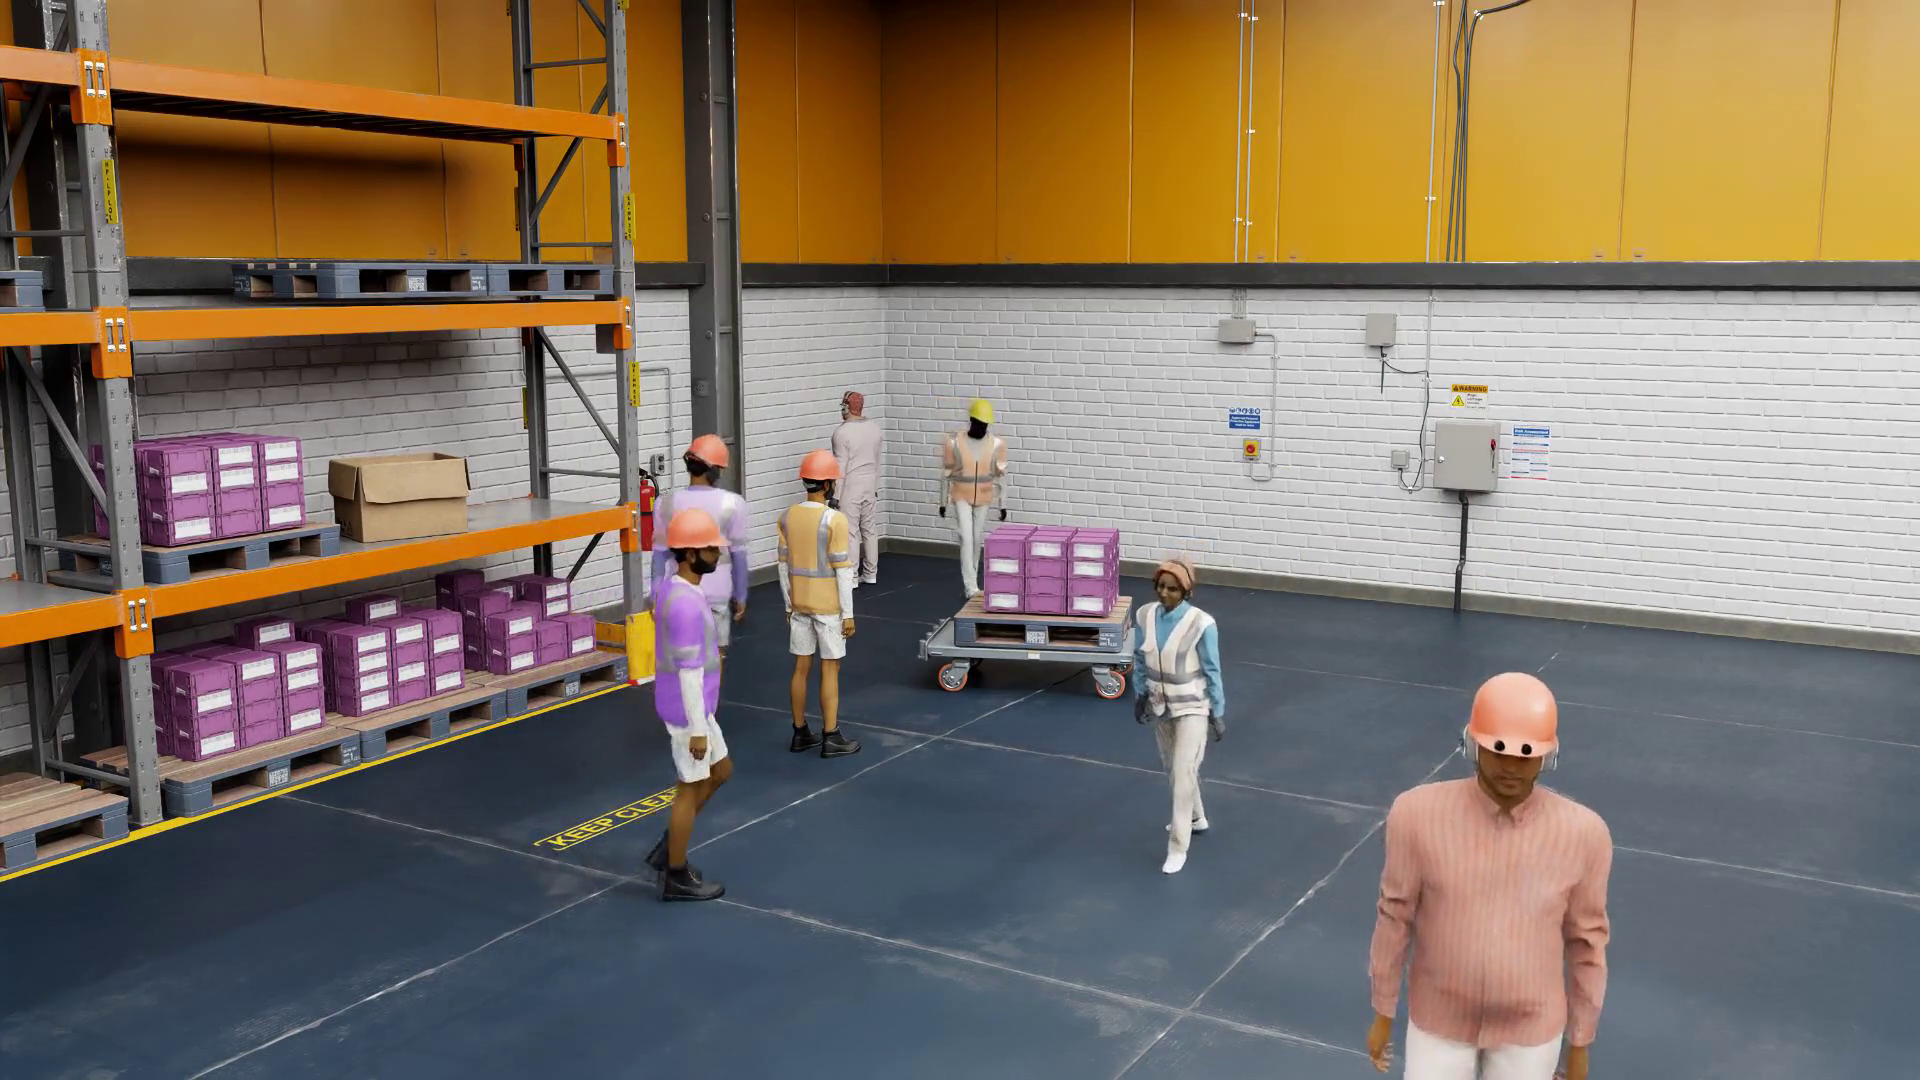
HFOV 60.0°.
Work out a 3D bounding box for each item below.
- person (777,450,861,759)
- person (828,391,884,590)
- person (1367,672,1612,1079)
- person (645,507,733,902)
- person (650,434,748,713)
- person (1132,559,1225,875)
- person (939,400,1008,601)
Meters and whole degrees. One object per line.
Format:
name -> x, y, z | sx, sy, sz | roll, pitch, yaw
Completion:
person -> -0.876, 0.399, 10.453 | 0.552, 1.935, 0.360 | 6, 11, 35
person -> -1.031, -0.478, 16.019 | 0.406, 1.910, 0.639 | 7, 12, 39
person -> 1.465, 1.308, 4.645 | 0.633, 1.976, 0.541 | 2, 9, 14
person -> -1.277, 0.799, 7.977 | 0.424, 1.925, 0.567 | -2, 9, -14
person -> -1.680, 0.338, 10.616 | 0.645, 2.017, 0.756 | 0, 9, -1
person -> 1.163, 0.863, 8.625 | 0.635, 1.600, 0.570 | -8, 12, -39
person -> 0.125, -0.375, 15.494 | 0.617, 1.870, 0.990 | -2, 9, -12
